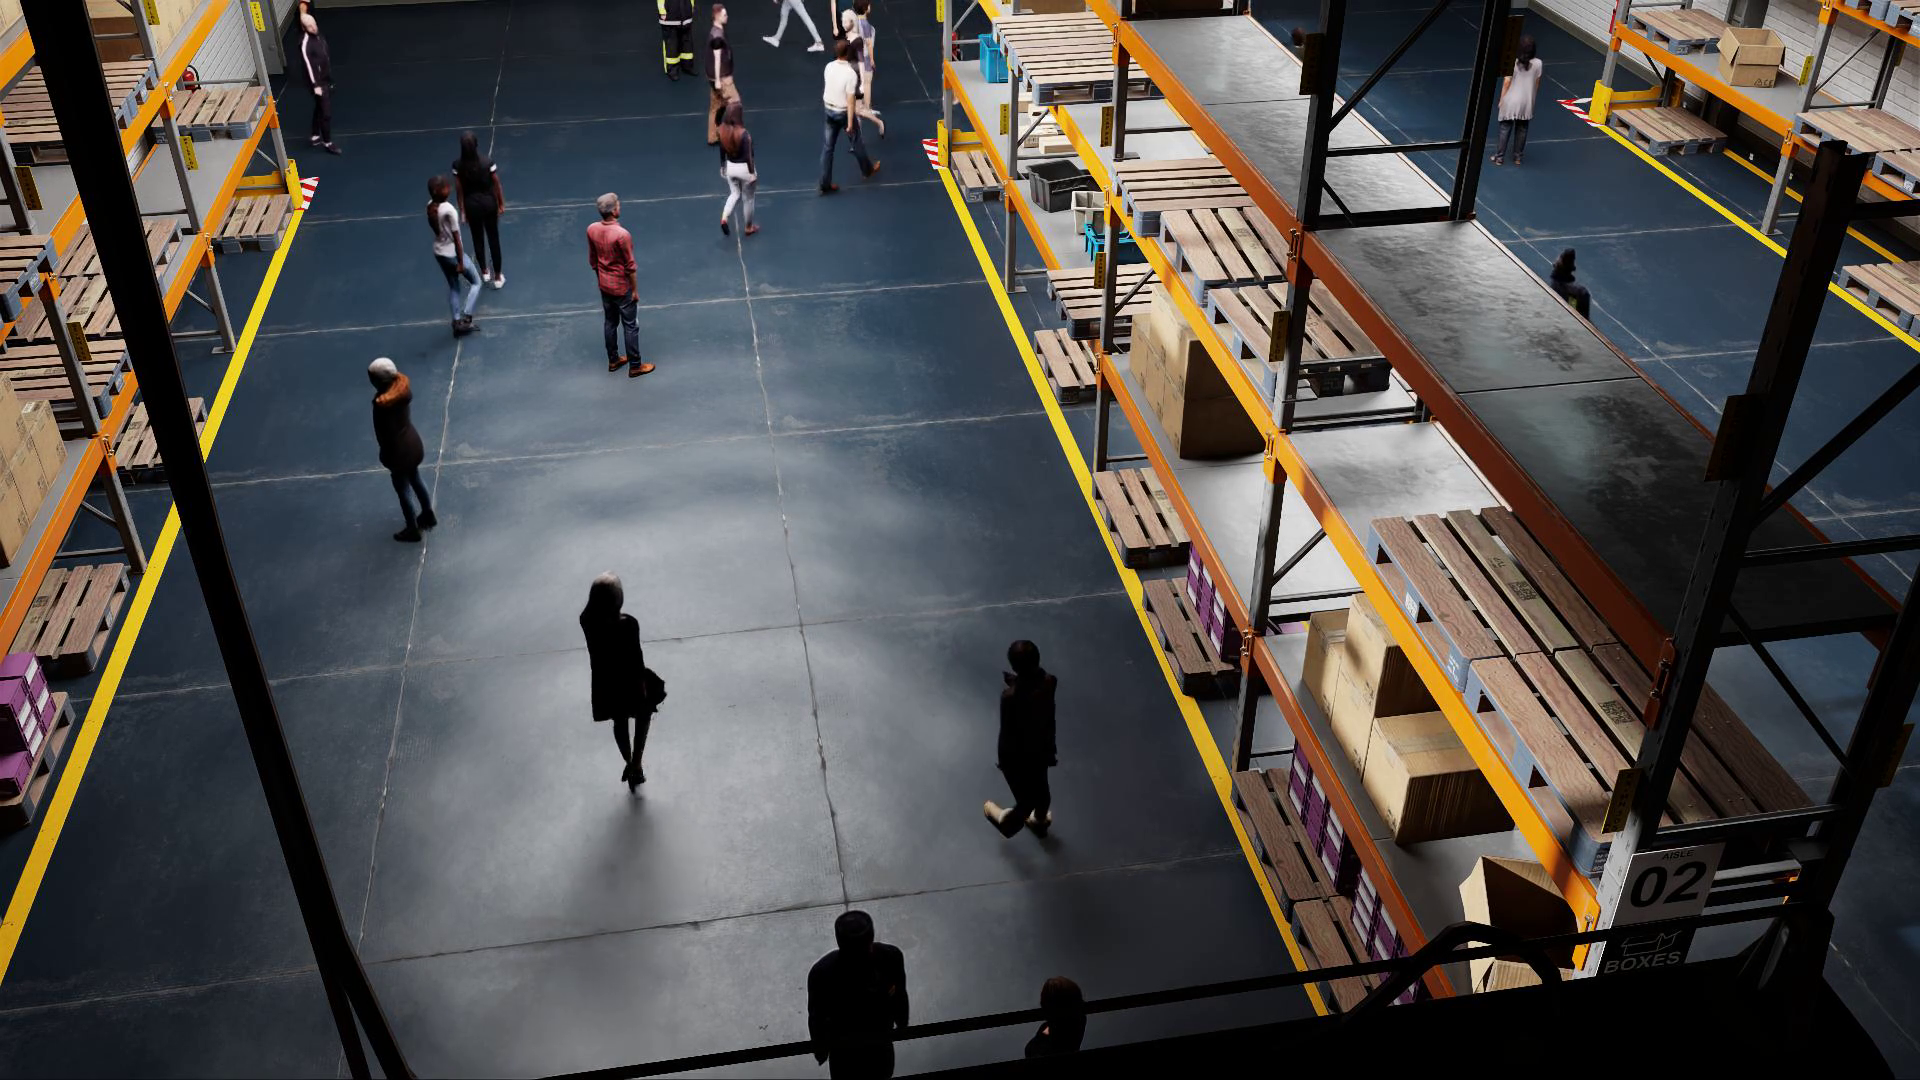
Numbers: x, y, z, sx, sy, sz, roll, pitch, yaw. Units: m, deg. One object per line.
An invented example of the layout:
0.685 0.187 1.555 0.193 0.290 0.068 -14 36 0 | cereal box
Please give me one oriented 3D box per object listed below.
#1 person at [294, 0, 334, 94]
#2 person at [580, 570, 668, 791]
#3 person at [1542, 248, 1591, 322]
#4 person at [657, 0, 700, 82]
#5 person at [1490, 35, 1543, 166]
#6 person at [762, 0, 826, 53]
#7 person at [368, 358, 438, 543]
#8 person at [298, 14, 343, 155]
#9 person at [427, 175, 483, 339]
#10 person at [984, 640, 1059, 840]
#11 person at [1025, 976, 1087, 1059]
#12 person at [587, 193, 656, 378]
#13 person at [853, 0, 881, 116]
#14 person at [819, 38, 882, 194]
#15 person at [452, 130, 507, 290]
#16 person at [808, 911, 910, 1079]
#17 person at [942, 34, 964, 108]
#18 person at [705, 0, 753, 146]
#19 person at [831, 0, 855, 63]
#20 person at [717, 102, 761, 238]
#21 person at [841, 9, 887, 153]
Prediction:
-9.052 -7.038 23.203 0.617 1.550 0.475 -1 34 -2 | person
-2.270 0.986 10.962 0.728 1.738 0.817 6 34 9 | person
5.272 -1.735 14.955 0.935 1.848 0.987 8 34 12 | person
-4.037 -7.576 23.621 0.874 1.982 0.866 -26 42 -34 | person
7.001 -5.520 20.865 0.652 1.610 0.673 -2 34 -3 | person
-2.370 -7.988 24.510 1.081 1.684 1.240 13 36 18 | person
-4.586 -0.766 13.695 0.731 1.630 0.591 -1 34 -2 | person
-8.179 -5.810 21.133 0.908 1.796 0.725 -7 34 -11 | person
-5.169 -2.819 16.712 0.722 1.710 0.781 21 39 28 | person
0.348 1.270 10.607 0.784 1.657 0.703 -6 34 -10 | person
0.487 2.793 8.272 0.715 1.706 0.626 16 37 23 | person
-3.319 -2.472 16.081 0.748 1.830 0.798 20 39 27 | person
-1.311 -6.556 22.464 0.695 1.565 0.579 -19 38 -26 | person
-1.522 -5.048 19.979 1.205 1.805 1.239 22 39 29 | person
-5.106 -3.514 17.743 0.610 1.726 0.706 -6 34 -9 | person
-0.509 2.566 8.645 0.752 1.671 0.694 -12 36 -18 | person
-0.116 -6.410 22.755 0.647 1.001 0.724 18 37 25 | person
-3.157 -5.908 21.264 0.732 1.816 0.701 -5 34 -7 | person
-1.637 -7.194 23.269 0.670 1.736 0.636 27 42 34 | person
-2.522 -4.147 18.813 0.872 1.596 0.944 19 38 26 | person
-1.249 -5.836 21.159 0.859 1.812 0.865 -18 38 -25 | person
